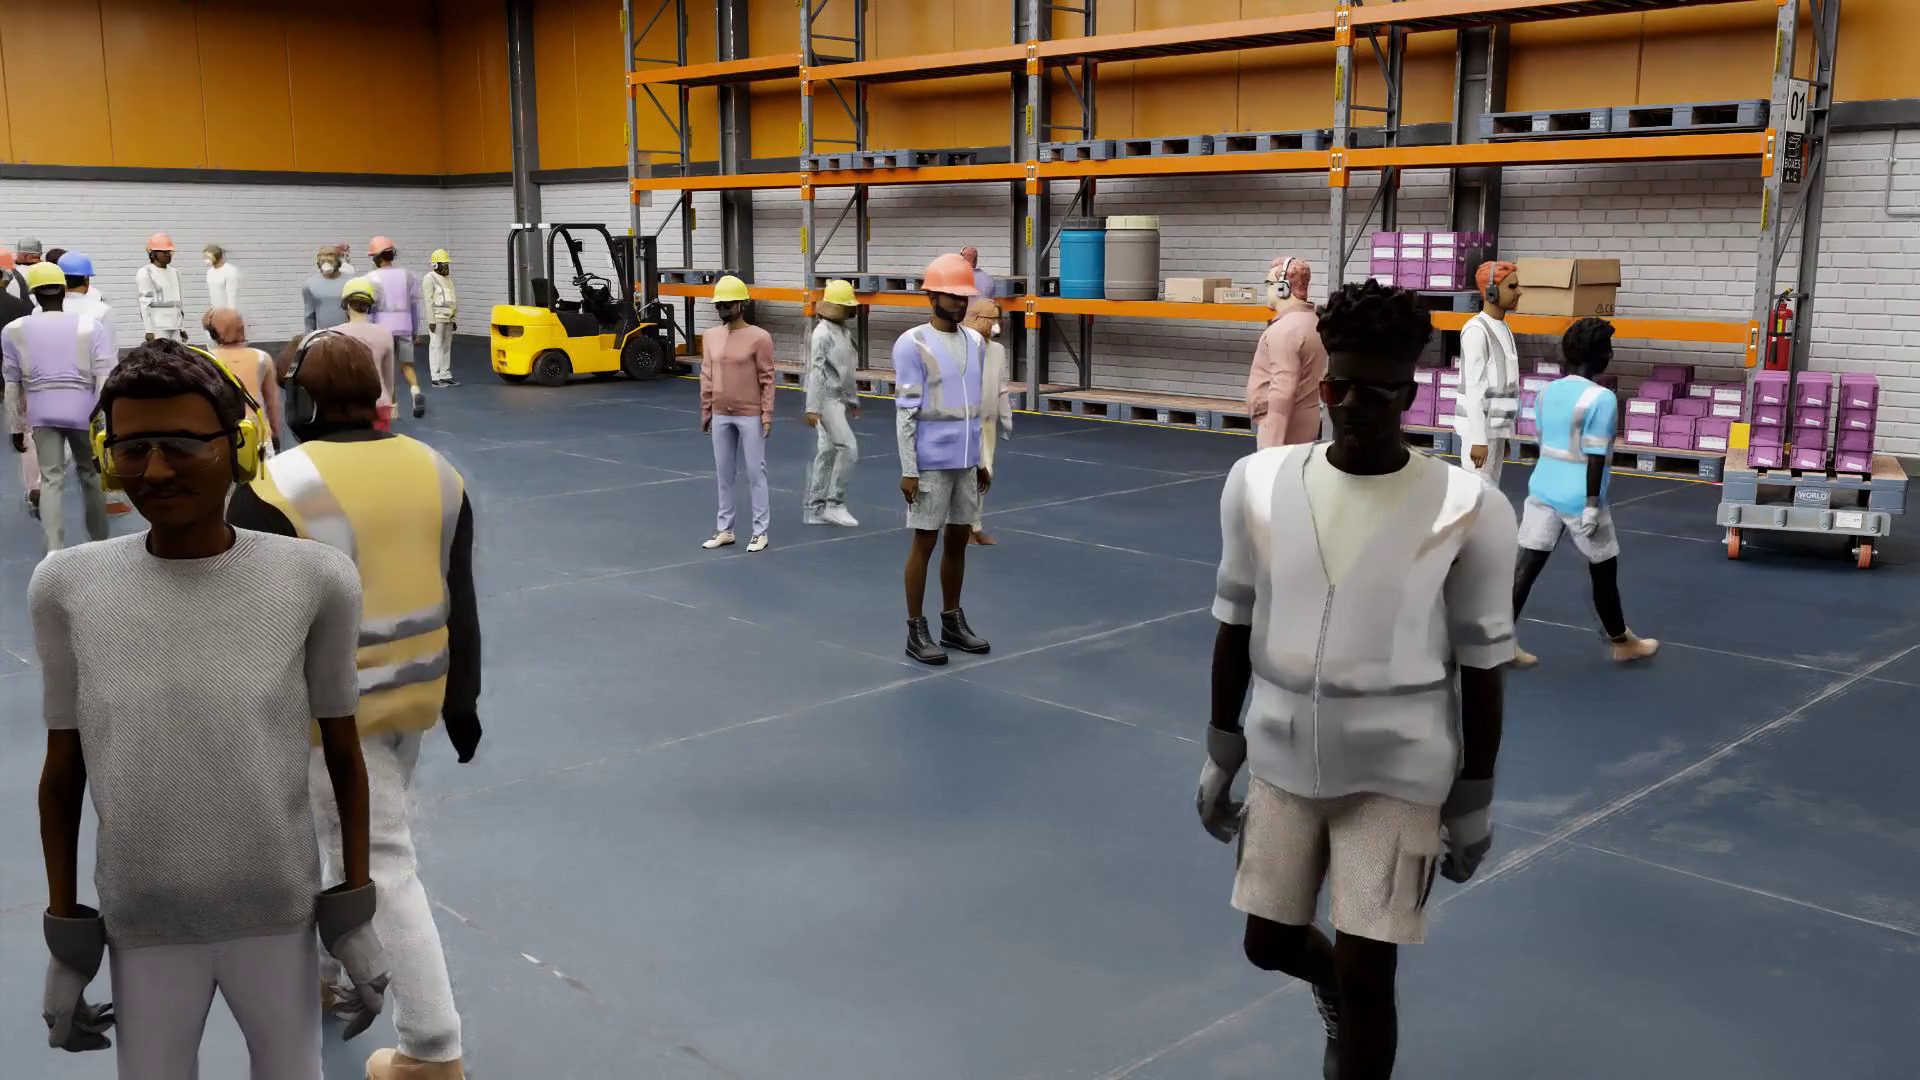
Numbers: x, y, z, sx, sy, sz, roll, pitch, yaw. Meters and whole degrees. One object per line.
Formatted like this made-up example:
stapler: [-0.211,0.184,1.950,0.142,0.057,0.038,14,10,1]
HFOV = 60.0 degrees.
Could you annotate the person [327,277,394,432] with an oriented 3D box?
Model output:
person: [-3.979,-0.856,11.006,0.519,1.736,0.551,7,13,35]

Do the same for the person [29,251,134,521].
person: [-6.204,-1.054,11.640,0.615,1.920,0.832,1,10,4]

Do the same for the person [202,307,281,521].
person: [-4.391,-0.607,10.093,0.541,1.584,0.876,-10,14,-43]

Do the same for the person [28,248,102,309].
person: [-7.572,-1.510,14.137,0.454,1.915,0.607,9,14,42]

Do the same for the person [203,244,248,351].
person: [-9.542,-2.860,21.501,0.659,1.904,0.750,6,12,29]

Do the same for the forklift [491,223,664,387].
forklift: [-5.316,-3.263,22.920,2.313,2.155,1.214,-10,14,-44]

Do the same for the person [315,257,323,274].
person: [-8.504,-3.011,22.559,0.403,1.826,0.591,-2,11,-8]

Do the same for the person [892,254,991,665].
person: [-0.055,-0.383,7.919,0.553,1.934,0.365,-10,14,-44]

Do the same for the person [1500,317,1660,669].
person: [2.863,-0.206,7.724,0.865,1.646,0.549,-3,11,-17]

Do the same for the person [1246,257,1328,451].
person: [1.742,-0.563,8.981,0.409,1.907,0.651,5,12,26]

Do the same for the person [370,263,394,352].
person: [-9.962,-4.101,28.607,0.699,1.788,0.824,7,12,32]

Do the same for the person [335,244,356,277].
person: [-9.136,-3.475,24.902,0.670,1.882,0.729,7,13,35]

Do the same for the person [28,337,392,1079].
person: [-1.177,0.619,2.630,0.517,1.874,0.327,-3,11,-16]

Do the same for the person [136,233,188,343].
person: [-8.838,-2.383,18.533,0.394,2.042,0.611,3,11,13]

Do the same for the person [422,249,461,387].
person: [-6.941,-2.971,22.312,0.404,1.834,0.591,3,11,15]

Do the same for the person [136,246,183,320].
person: [-12.092,-3.532,25.142,0.617,1.913,0.410,-7,12,-33]

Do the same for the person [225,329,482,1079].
person: [-1.539,0.406,3.993,0.944,1.797,0.630,5,11,25]

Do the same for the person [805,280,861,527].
person: [-0.853,-0.934,11.498,0.540,1.710,0.601,3,11,15]

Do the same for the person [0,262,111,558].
person: [-5.490,-0.758,10.163,0.605,1.869,0.984,-4,11,-20]

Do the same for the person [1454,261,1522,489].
person: [2.916,-0.587,9.174,0.355,1.885,0.575,6,12,29]

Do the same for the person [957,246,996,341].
person: [0.086,-2.255,18.206,0.652,1.906,0.403,-9,13,-39]

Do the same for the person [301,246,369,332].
person: [-6.271,-1.982,16.711,0.650,1.902,0.894,-2,11,-11]

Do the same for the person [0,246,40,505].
person: [-7.046,-1.167,12.148,0.605,1.965,0.948,0,10,-2]

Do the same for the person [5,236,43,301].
person: [-9.635,-2.186,17.465,0.693,2.000,0.765,-3,11,-14]

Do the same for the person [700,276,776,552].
person: [-1.434,-0.801,10.660,0.528,1.767,0.329,5,11,24]

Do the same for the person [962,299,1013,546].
person: [0.134,-0.747,10.761,0.383,1.615,0.522,8,13,37]

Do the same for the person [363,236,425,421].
person: [-6.106,-2.270,17.990,0.630,2.017,0.688,-9,14,-41]

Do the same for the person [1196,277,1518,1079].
person: [0.819,0.435,3.429,0.622,1.947,0.704,7,12,33]
